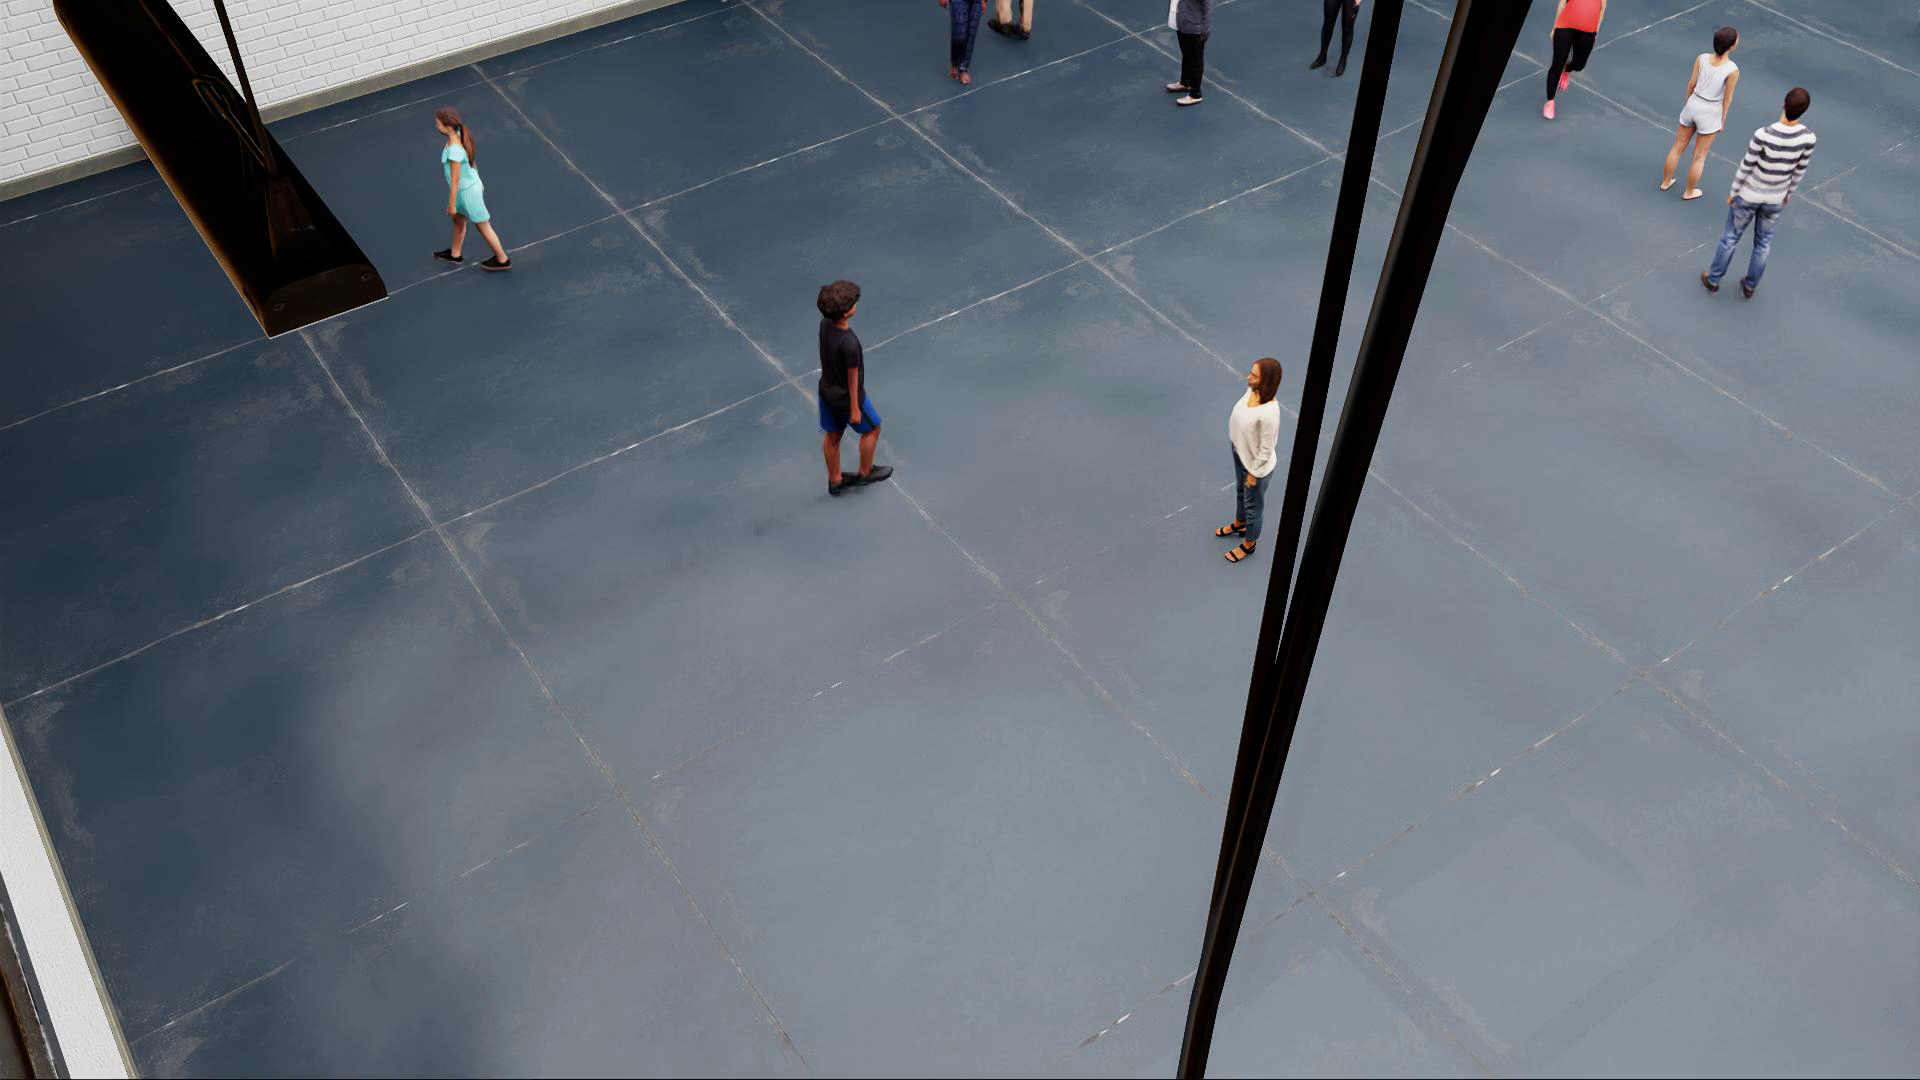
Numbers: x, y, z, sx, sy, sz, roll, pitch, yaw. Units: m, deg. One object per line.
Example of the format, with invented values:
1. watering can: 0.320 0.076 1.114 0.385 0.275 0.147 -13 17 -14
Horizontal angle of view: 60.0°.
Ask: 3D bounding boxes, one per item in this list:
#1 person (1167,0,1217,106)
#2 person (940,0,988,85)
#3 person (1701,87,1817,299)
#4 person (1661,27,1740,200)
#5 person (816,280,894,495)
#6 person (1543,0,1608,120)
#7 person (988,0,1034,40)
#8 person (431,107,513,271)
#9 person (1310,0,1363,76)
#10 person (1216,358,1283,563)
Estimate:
1. person: 2.263 -5.010 16.070 0.767 1.598 0.753 -10 45 -11
2. person: 0.056 -5.390 16.320 0.677 1.803 0.804 -9 44 -10
3. person: 6.560 -2.823 13.593 0.713 1.849 0.766 8 44 9
4. person: 6.608 -3.801 14.796 0.577 1.605 0.582 -31 52 -28
5. person: -0.895 -1.018 11.745 0.700 1.784 0.626 -26 49 -25
6. person: 5.872 -4.905 15.903 0.919 1.677 0.979 7 44 8
7. person: 0.709 -6.029 16.932 0.894 1.885 0.745 27 50 26
8. person: -4.039 -2.908 13.907 0.991 1.537 0.842 -2 44 -2
9. person: 3.808 -5.454 16.474 0.646 1.683 0.634 22 48 22
10. person: 2.005 -0.568 11.346 0.695 1.683 0.697 -6 44 -6
